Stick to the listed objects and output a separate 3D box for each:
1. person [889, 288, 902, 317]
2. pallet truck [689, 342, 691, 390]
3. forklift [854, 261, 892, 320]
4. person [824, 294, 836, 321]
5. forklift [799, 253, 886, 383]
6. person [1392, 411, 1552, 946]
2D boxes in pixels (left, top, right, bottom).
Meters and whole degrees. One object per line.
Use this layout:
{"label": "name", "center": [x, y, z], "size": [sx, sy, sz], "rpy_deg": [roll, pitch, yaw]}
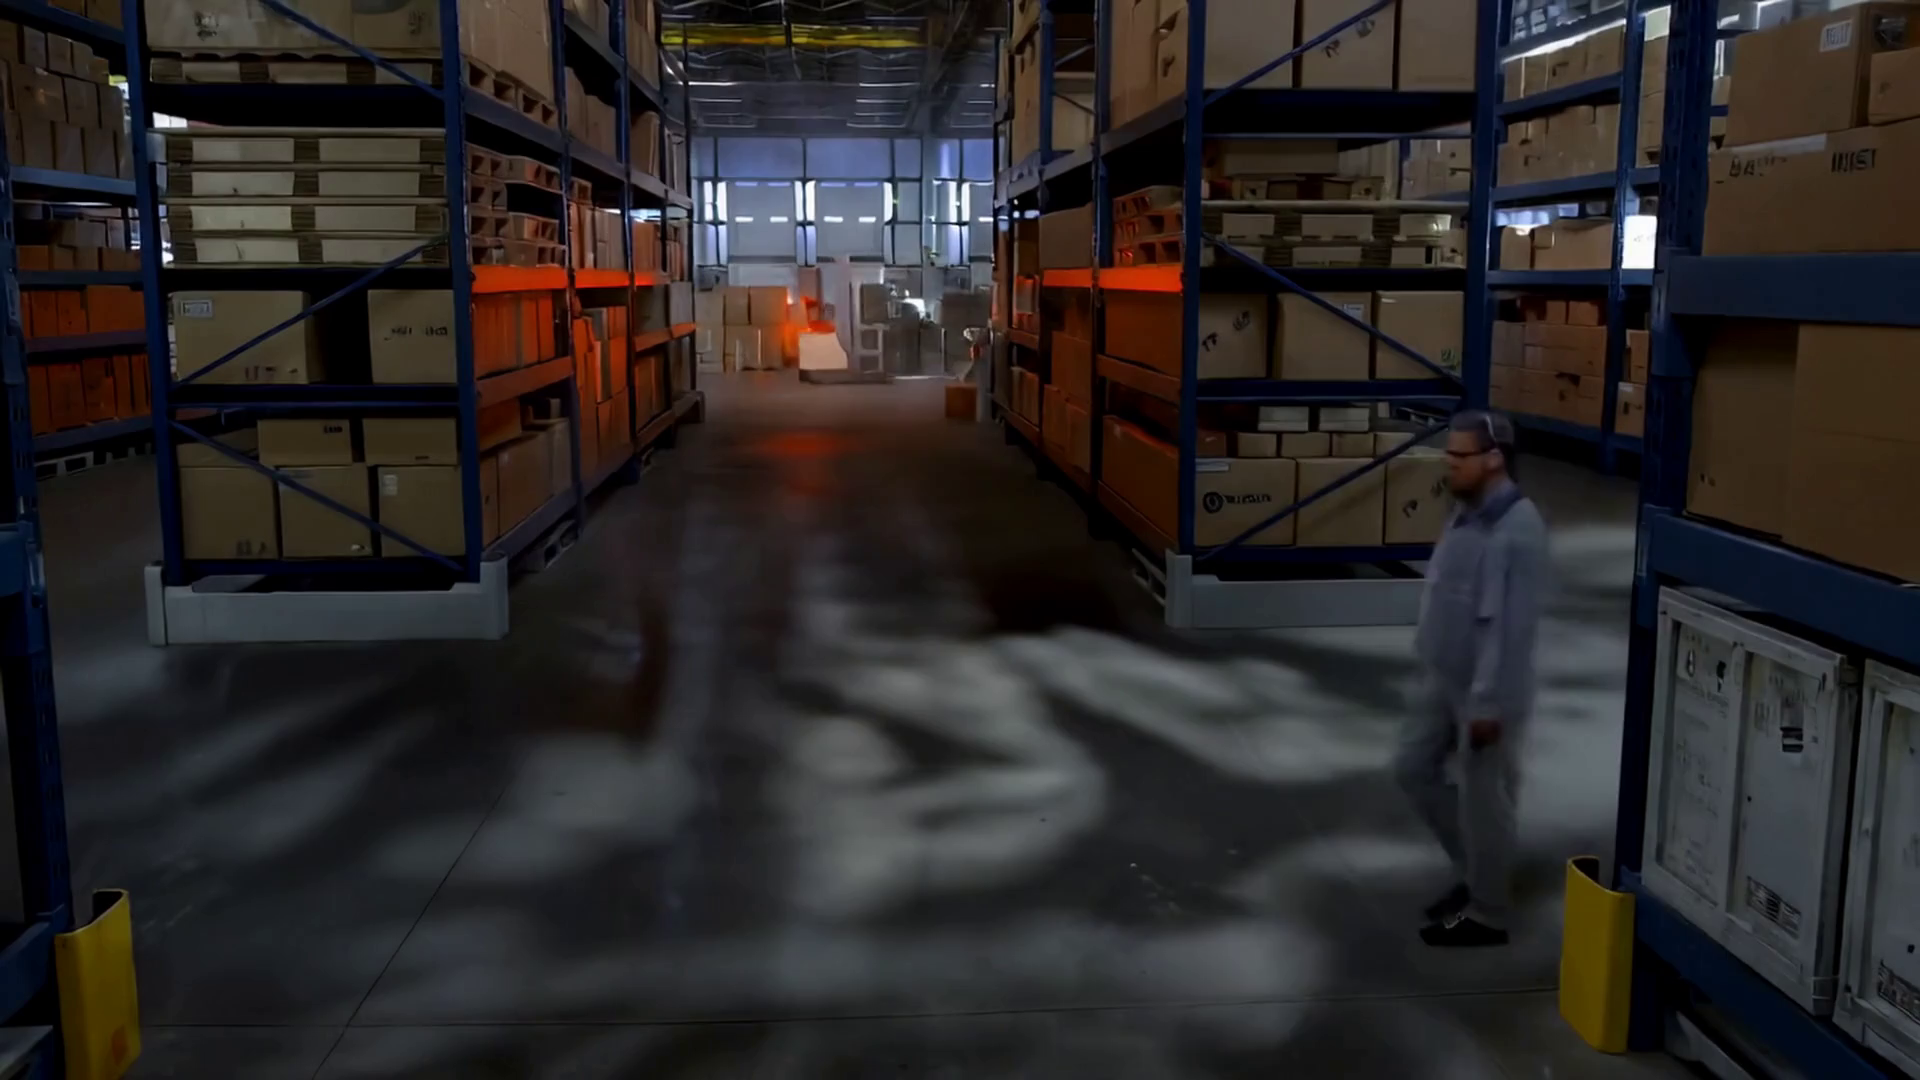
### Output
{"label": "person", "center": [-2.301, -7.821, 57.937], "size": [0.639, 1.927, 0.387], "rpy_deg": [3, 10, 19]}
{"label": "pallet truck", "center": [-5.225, -3.008, 27.480], "size": [1.885, 1.965, 0.823], "rpy_deg": [2, 9, 14]}
{"label": "forklift", "center": [-3.231, -8.251, 57.638], "size": [1.129, 2.768, 1.873], "rpy_deg": [9, 13, 44]}
{"label": "person", "center": [-4.490, -7.713, 57.965], "size": [0.540, 1.695, 0.317], "rpy_deg": [-4, 10, -24]}
{"label": "forklift", "center": [-2.576, -4.842, 36.232], "size": [1.873, 2.768, 1.129], "rpy_deg": [-1, 9, -4]}
{"label": "person", "center": [1.772, 0.496, 5.796], "size": [0.435, 1.890, 0.677], "rpy_deg": [0, 9, -2]}
